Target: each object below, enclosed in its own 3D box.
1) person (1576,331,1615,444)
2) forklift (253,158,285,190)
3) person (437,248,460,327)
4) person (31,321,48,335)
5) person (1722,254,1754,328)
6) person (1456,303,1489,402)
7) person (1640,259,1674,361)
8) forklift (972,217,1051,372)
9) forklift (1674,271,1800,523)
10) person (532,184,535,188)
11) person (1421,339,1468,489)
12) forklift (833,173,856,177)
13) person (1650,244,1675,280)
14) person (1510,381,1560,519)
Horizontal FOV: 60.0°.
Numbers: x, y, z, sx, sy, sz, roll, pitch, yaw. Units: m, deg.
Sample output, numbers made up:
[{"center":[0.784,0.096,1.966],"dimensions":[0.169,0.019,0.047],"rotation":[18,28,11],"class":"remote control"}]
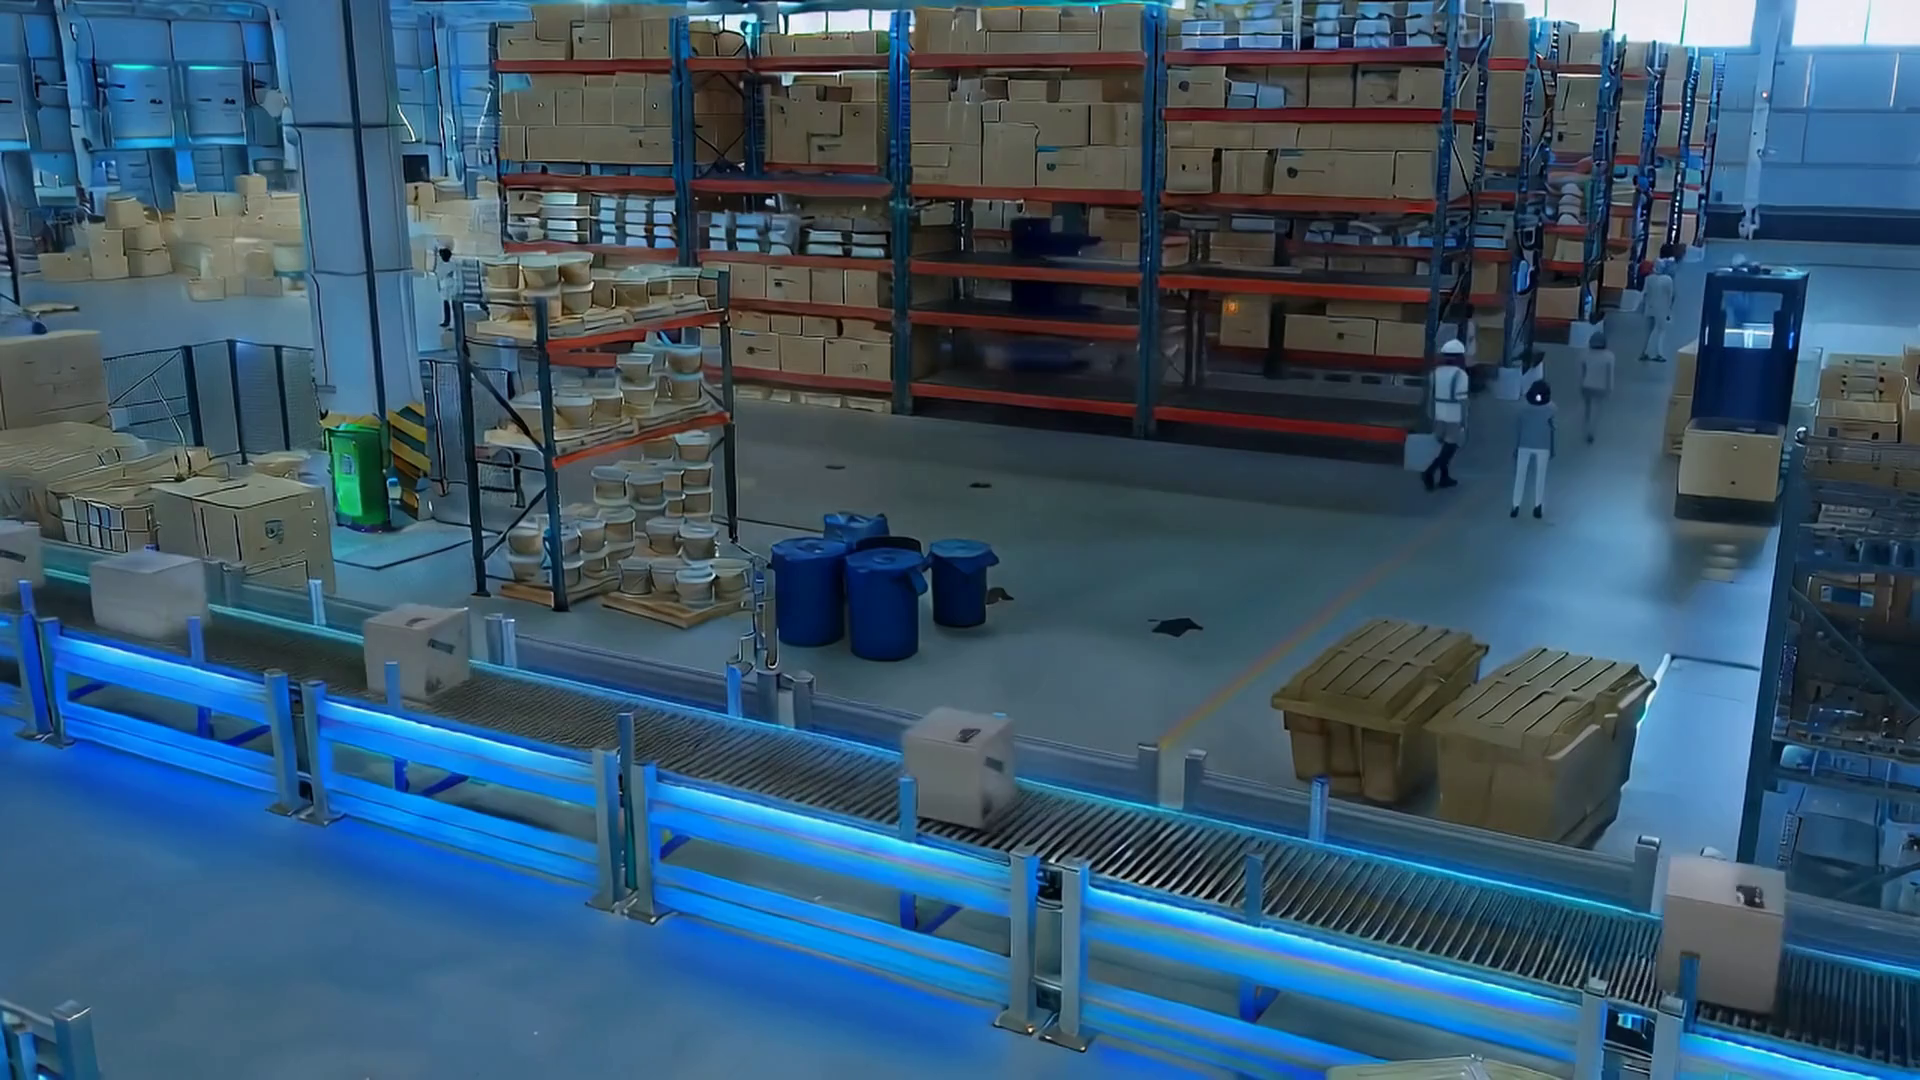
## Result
[{"center":[9.012,-2.157,23.607],"dimensions":[0.533,1.618,0.345],"rotation":[11,18,35],"class":"person"},{"center":[-23.585,-11.676,56.994],"dimensions":[1.873,2.768,1.129],"rotation":[8,17,28],"class":"forklift"},{"center":[-10.977,-5.406,35.689],"dimensions":[0.532,1.696,0.319],"rotation":[5,16,18],"class":"person"},{"center":[-13.072,-2.264,23.775],"dimensions":[0.530,1.754,0.457],"rotation":[-10,18,-34],"class":"person"},{"center":[14.570,-4.364,31.176],"dimensions":[0.606,2.014,0.978],"rotation":[13,20,41],"class":"person"},{"center":[8.184,-3.044,26.906],"dimensions":[0.908,1.645,0.529],"rotation":[6,16,23],"class":"person"},{"center":[13.086,-4.299,31.151],"dimensions":[0.399,1.899,0.646],"rotation":[-7,16,-25],"class":"person"},{"center":[1.194,-4.124,28.604],"dimensions":[1.873,2.768,1.129],"rotation":[8,17,28],"class":"forklift"},{"center":[9.269,-1.763,19.726],"dimensions":[1.129,2.768,1.873],"rotation":[8,17,27],"class":"forklift"},{"center":[-17.015,-13.485,66.078],"dimensions":[0.532,1.690,0.322],"rotation":[3,15,9],"class":"person"},{"center":[6.061,-1.549,20.792],"dimensions":[0.675,1.913,0.550],"rotation":[-8,17,-29],"class":"person"},{"center":[-4.342,-13.262,62.955],"dimensions":[1.129,2.768,1.873],"rotation":[8,17,28],"class":"forklift"},{"center":[15.745,-5.803,37.256],"dimensions":[0.749,1.669,0.543],"rotation":[-14,20,-42],"class":"person"},{"center":[6.713,-1.056,19.458],"dimensions":[0.507,1.631,0.277],"rotation":[5,16,18],"class":"person"}]
